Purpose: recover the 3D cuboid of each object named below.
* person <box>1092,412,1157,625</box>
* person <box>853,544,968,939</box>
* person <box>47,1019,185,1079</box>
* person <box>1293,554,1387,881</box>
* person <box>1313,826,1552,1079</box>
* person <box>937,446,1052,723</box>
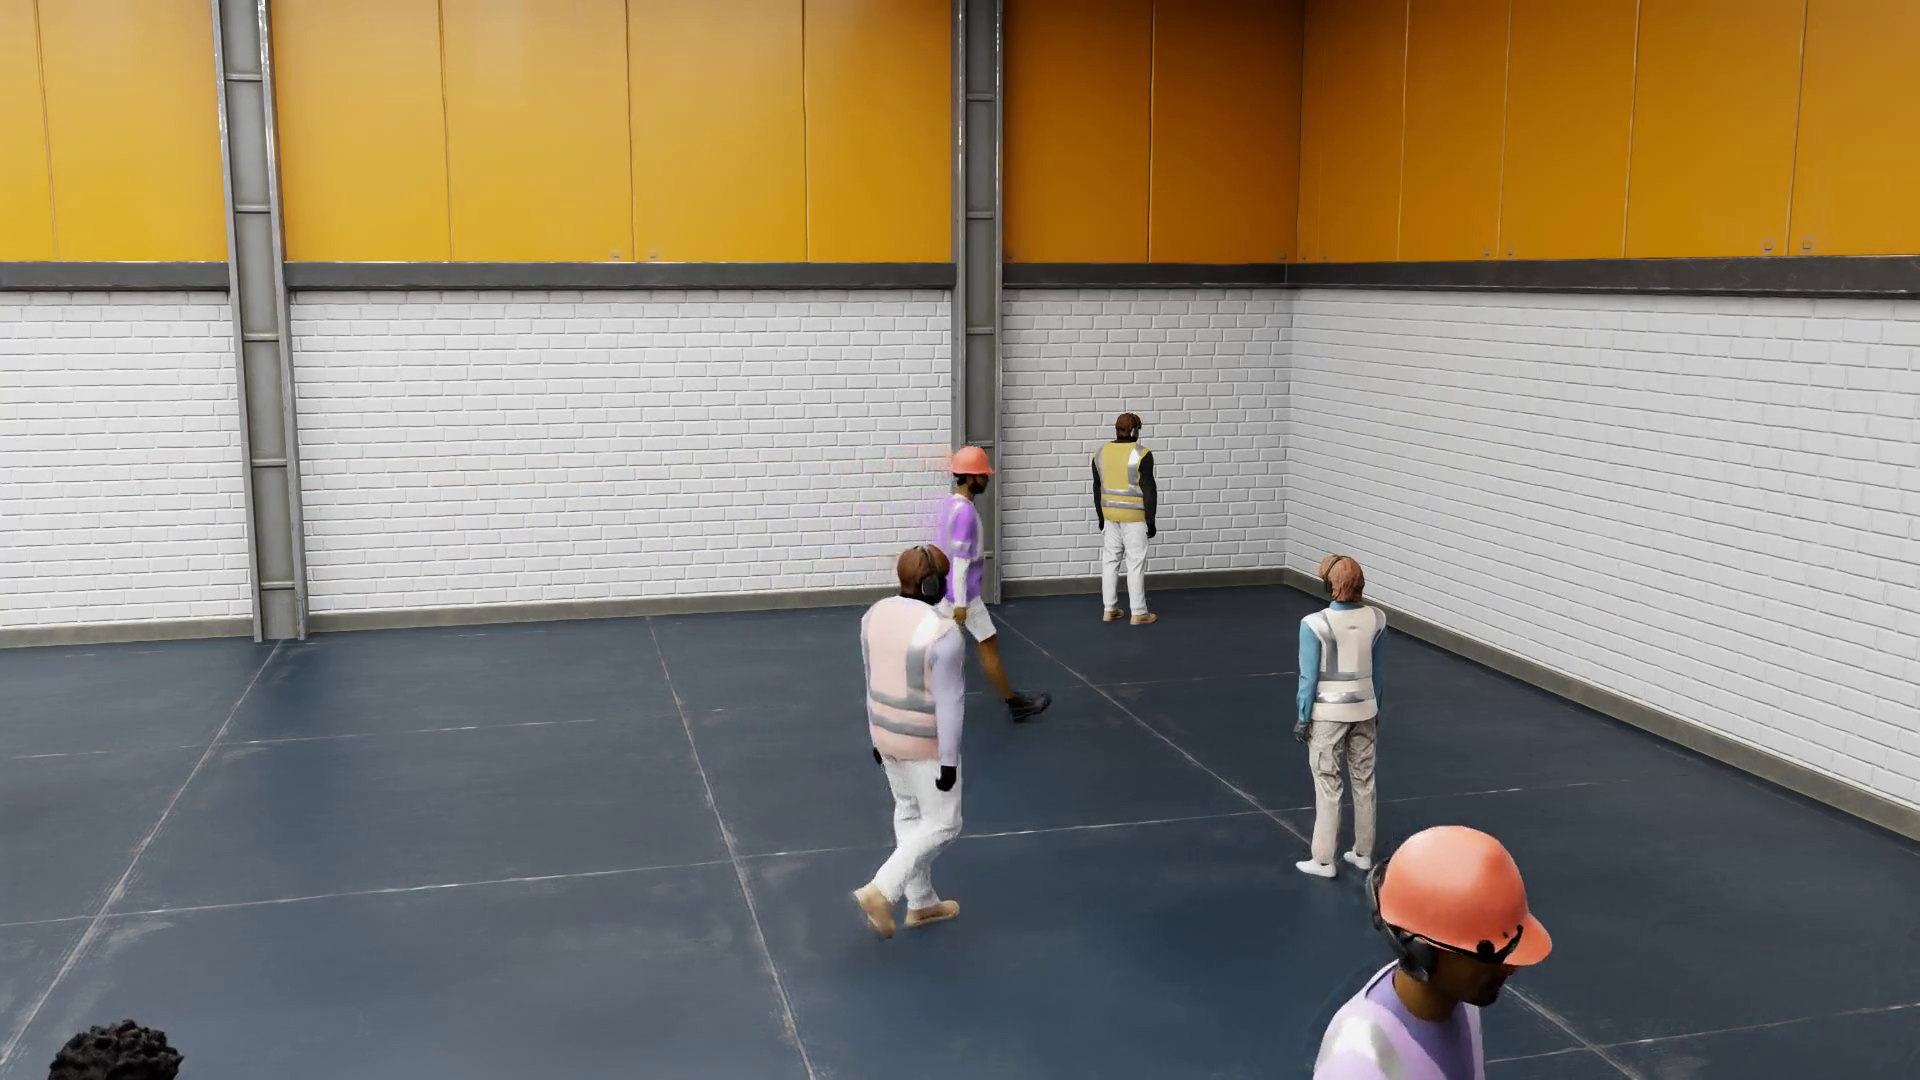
[{"bbox_3d":[1.452,-0.187,14.444,0.621,1.840,0.429,7,12,39],"label":"person"},{"bbox_3d":[-0.240,0.927,7.544,0.604,1.827,0.630,-8,12,-41],"label":"person"},{"bbox_3d":[-1.546,1.701,3.110,0.320,1.692,0.531,5,11,30],"label":"person"},{"bbox_3d":[1.904,0.888,8.340,0.515,1.641,0.314,-4,10,-23],"label":"person"},{"bbox_3d":[0.807,1.500,3.361,0.689,2.015,0.620,7,11,36],"label":"person"},{"bbox_3d":[0.127,0.319,11.111,0.957,1.888,0.569,-2,9,-11],"label":"person"}]
